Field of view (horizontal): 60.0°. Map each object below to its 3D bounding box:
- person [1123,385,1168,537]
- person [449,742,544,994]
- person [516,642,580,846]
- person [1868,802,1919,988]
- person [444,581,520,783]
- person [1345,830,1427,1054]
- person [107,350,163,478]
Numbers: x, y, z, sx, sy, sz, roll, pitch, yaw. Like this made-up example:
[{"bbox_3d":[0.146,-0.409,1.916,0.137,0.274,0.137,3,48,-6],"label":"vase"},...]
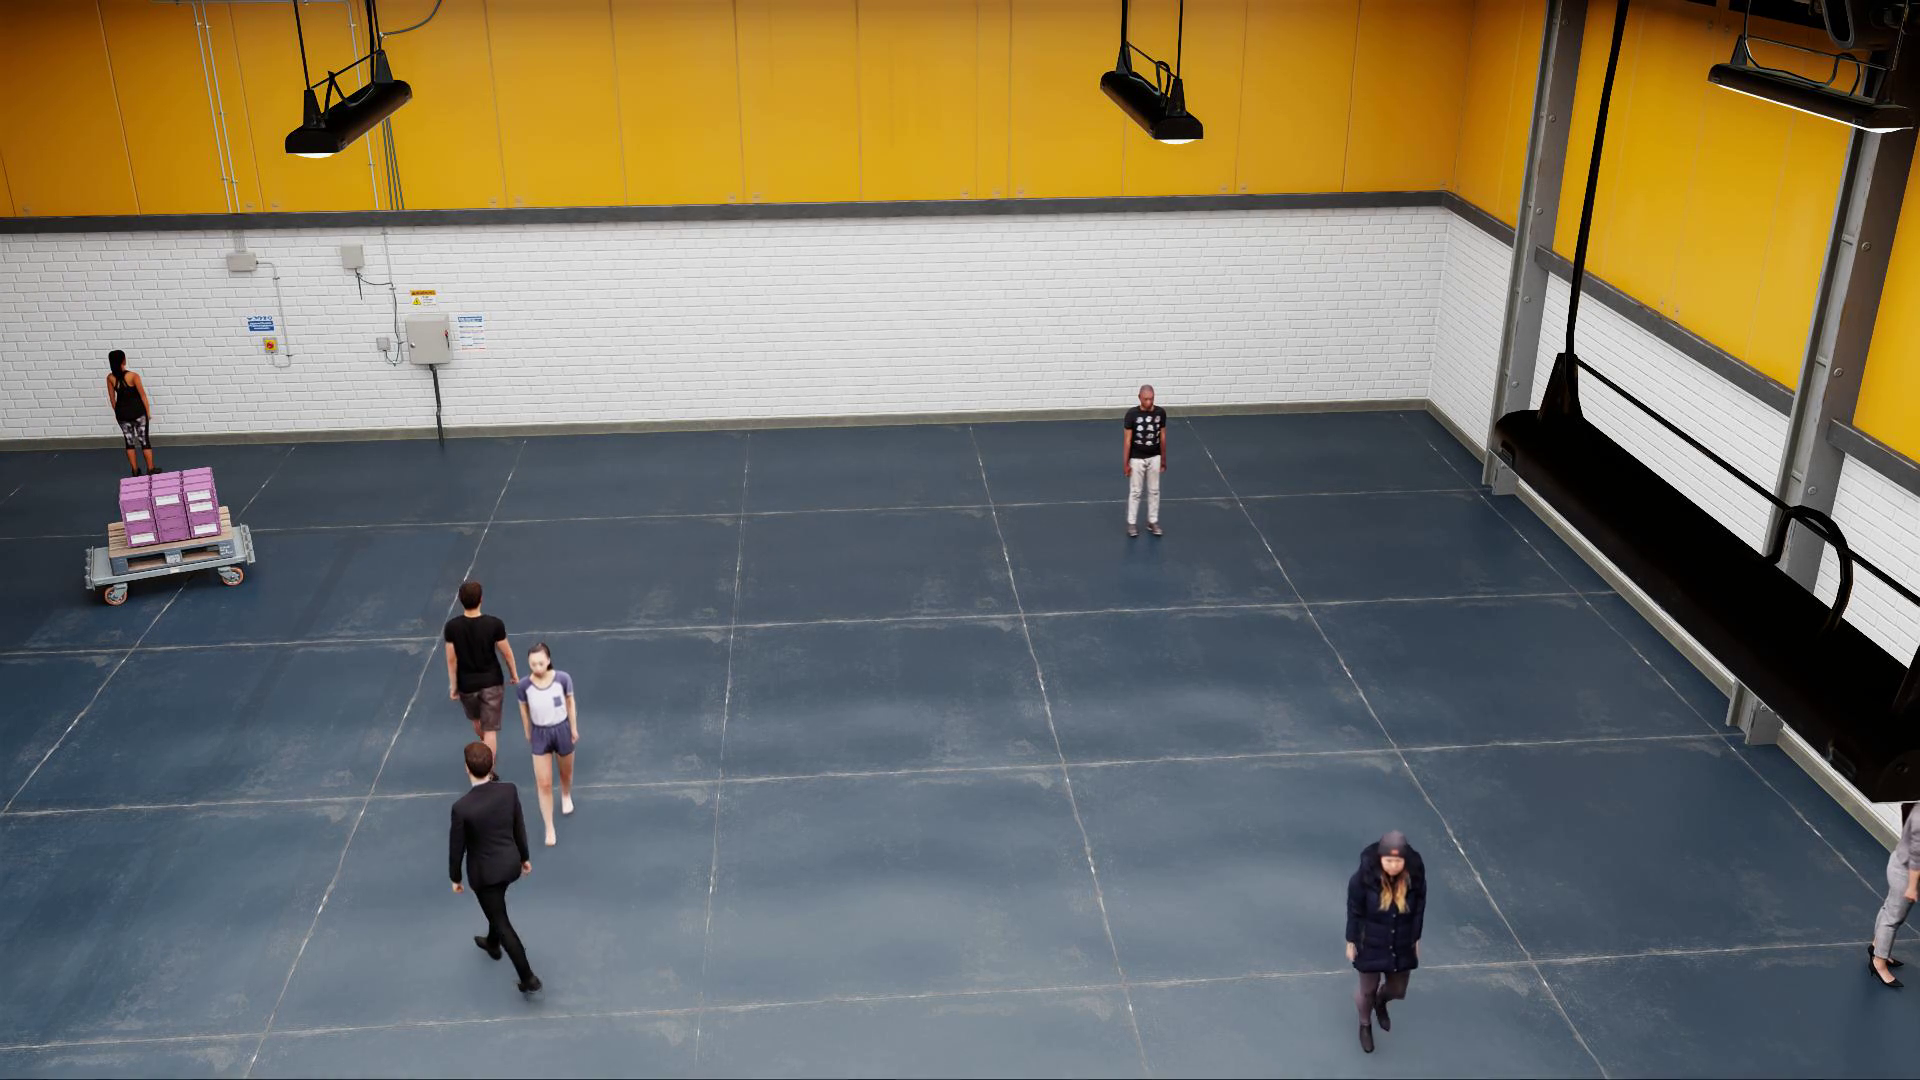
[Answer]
[{"bbox_3d":[2.108,-0.930,18.994,0.683,1.801,0.645,-4,24,-10],"label":"person"},{"bbox_3d":[-3.199,2.302,11.527,1.274,1.860,1.176,21,31,39],"label":"person"},{"bbox_3d":[-3.298,1.576,13.490,0.711,1.617,0.969,-6,24,-14],"label":"person"},{"bbox_3d":[6.656,2.333,11.682,0.780,1.678,0.700,14,27,29],"label":"person"},{"bbox_3d":[-4.037,1.261,13.967,0.743,1.812,1.190,-3,24,-8],"label":"person"},{"bbox_3d":[2.795,2.609,11.060,0.704,1.671,0.721,1,24,1],"label":"person"},{"bbox_3d":[-10.302,-1.584,20.666,0.573,1.659,0.493,-2,24,-4],"label":"person"}]
